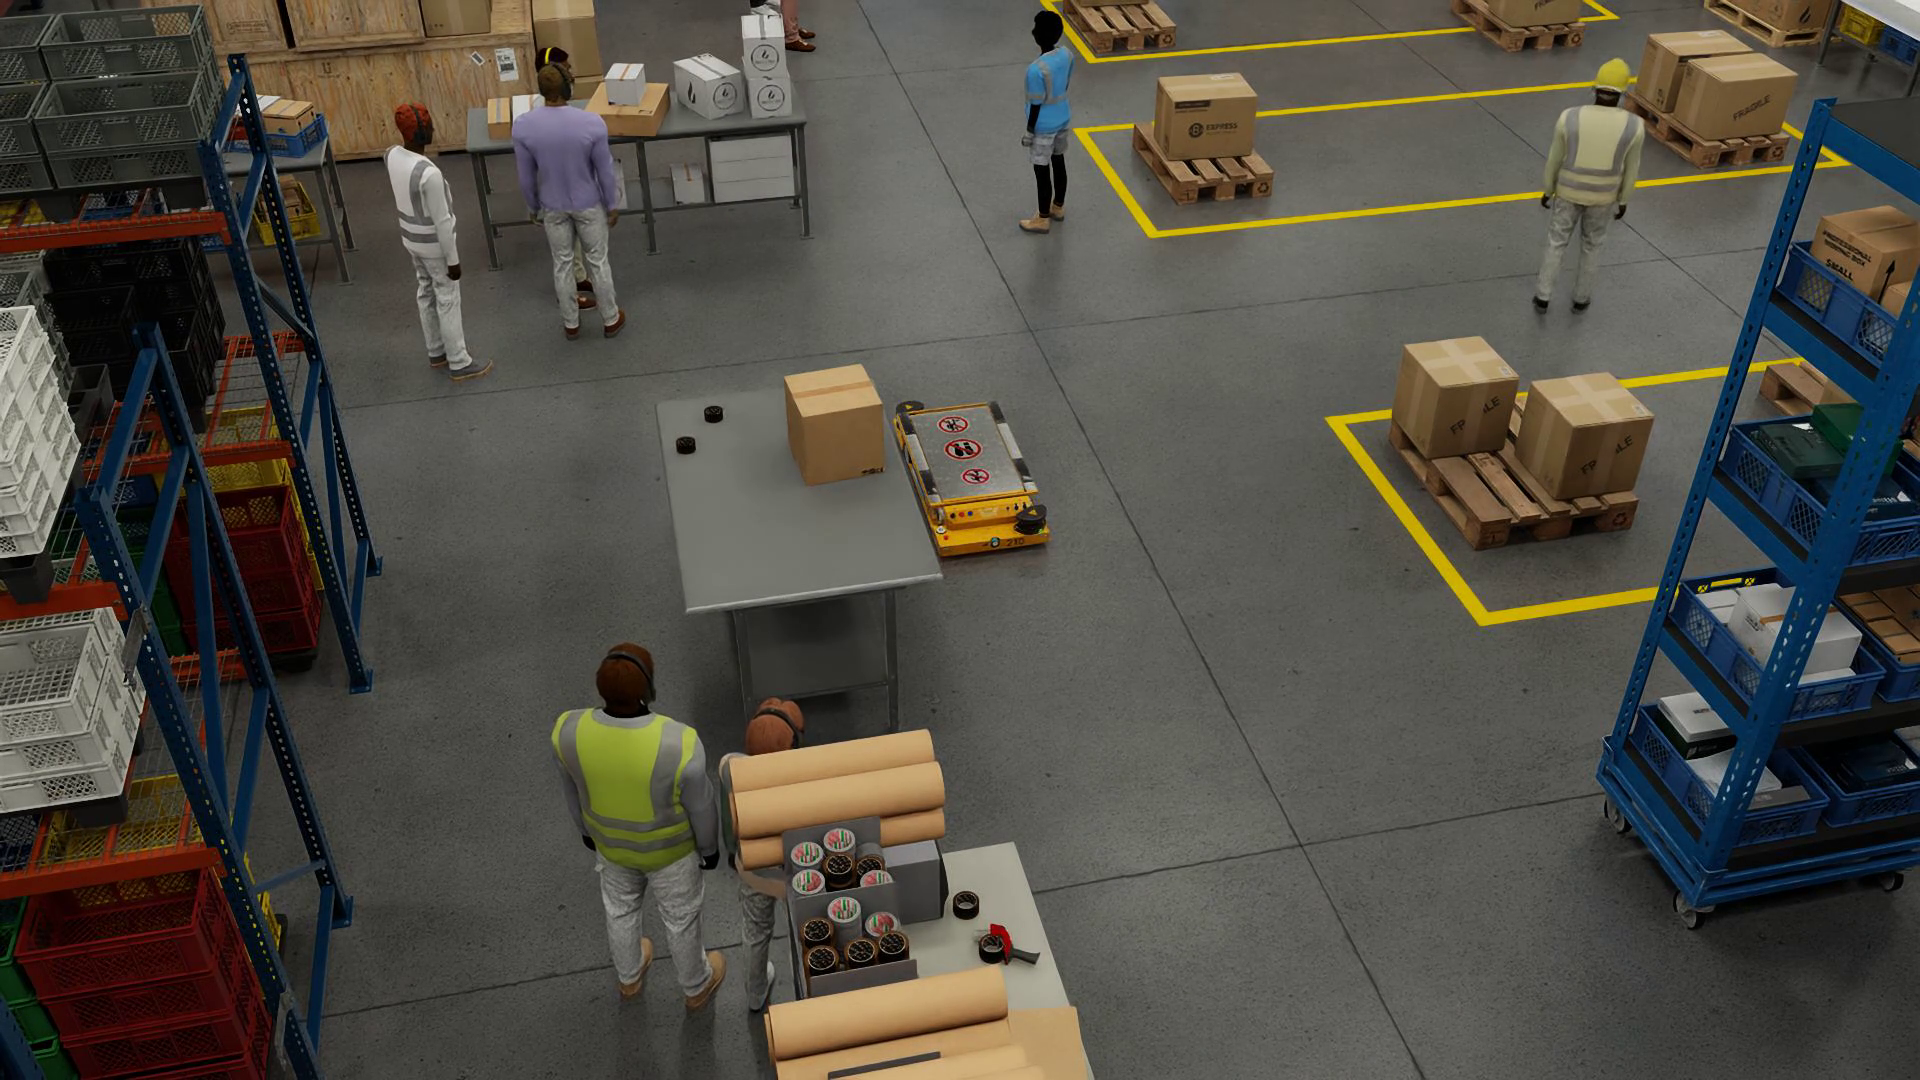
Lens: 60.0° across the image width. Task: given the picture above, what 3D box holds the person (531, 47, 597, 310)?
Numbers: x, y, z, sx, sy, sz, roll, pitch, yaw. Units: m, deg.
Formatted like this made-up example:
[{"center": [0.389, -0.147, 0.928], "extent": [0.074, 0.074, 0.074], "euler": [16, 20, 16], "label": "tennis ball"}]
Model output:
[{"center": [-2.746, -2.514, 11.591], "extent": [0.337, 1.866, 0.514], "euler": [5, 37, 7], "label": "person"}]

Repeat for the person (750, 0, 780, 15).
[{"center": [-1.999, -6.195, 16.505], "extent": [0.378, 1.895, 0.598], "euler": [6, 37, 9], "label": "person"}]

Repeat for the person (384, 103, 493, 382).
[{"center": [-3.411, -1.917, 10.773], "extent": [0.354, 1.879, 0.566], "euler": [-30, 46, -34], "label": "person"}]

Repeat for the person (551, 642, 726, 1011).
[{"center": [-1.249, 1.170, 6.663], "extent": [0.629, 1.836, 0.430], "euler": [7, 37, 9], "label": "person"}]

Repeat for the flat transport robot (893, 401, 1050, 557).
[{"center": [0.046, -0.430, 10.108], "extent": [0.652, 0.197, 1.431], "euler": [-8, 37, -10], "label": "flat transport robot"}]

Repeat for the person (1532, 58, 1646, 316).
[{"center": [4.333, -2.421, 11.488], "extent": [0.598, 1.832, 0.404], "euler": [12, 38, 15], "label": "person"}]

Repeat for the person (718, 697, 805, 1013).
[{"center": [-0.716, 1.312, 6.643], "extent": [0.529, 1.628, 0.321], "euler": [16, 40, 21], "label": "person"}]

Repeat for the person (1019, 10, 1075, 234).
[{"center": [0.652, -3.159, 12.588], "extent": [0.321, 1.697, 0.530], "euler": [22, 42, 27], "label": "person"}]

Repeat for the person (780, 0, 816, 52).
[{"center": [-1.576, -5.625, 15.736], "extent": [0.407, 1.902, 0.638], "euler": [-2, 37, -2], "label": "person"}]

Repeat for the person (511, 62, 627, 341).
[{"center": [-2.610, -2.250, 11.171], "extent": [0.629, 1.936, 0.371], "euler": [-1, 37, -2], "label": "person"}]

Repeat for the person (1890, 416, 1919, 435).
[{"center": [4.232, 0.115, 7.951], "extent": [0.402, 1.985, 0.613], "euler": [10, 38, 13], "label": "person"}]
